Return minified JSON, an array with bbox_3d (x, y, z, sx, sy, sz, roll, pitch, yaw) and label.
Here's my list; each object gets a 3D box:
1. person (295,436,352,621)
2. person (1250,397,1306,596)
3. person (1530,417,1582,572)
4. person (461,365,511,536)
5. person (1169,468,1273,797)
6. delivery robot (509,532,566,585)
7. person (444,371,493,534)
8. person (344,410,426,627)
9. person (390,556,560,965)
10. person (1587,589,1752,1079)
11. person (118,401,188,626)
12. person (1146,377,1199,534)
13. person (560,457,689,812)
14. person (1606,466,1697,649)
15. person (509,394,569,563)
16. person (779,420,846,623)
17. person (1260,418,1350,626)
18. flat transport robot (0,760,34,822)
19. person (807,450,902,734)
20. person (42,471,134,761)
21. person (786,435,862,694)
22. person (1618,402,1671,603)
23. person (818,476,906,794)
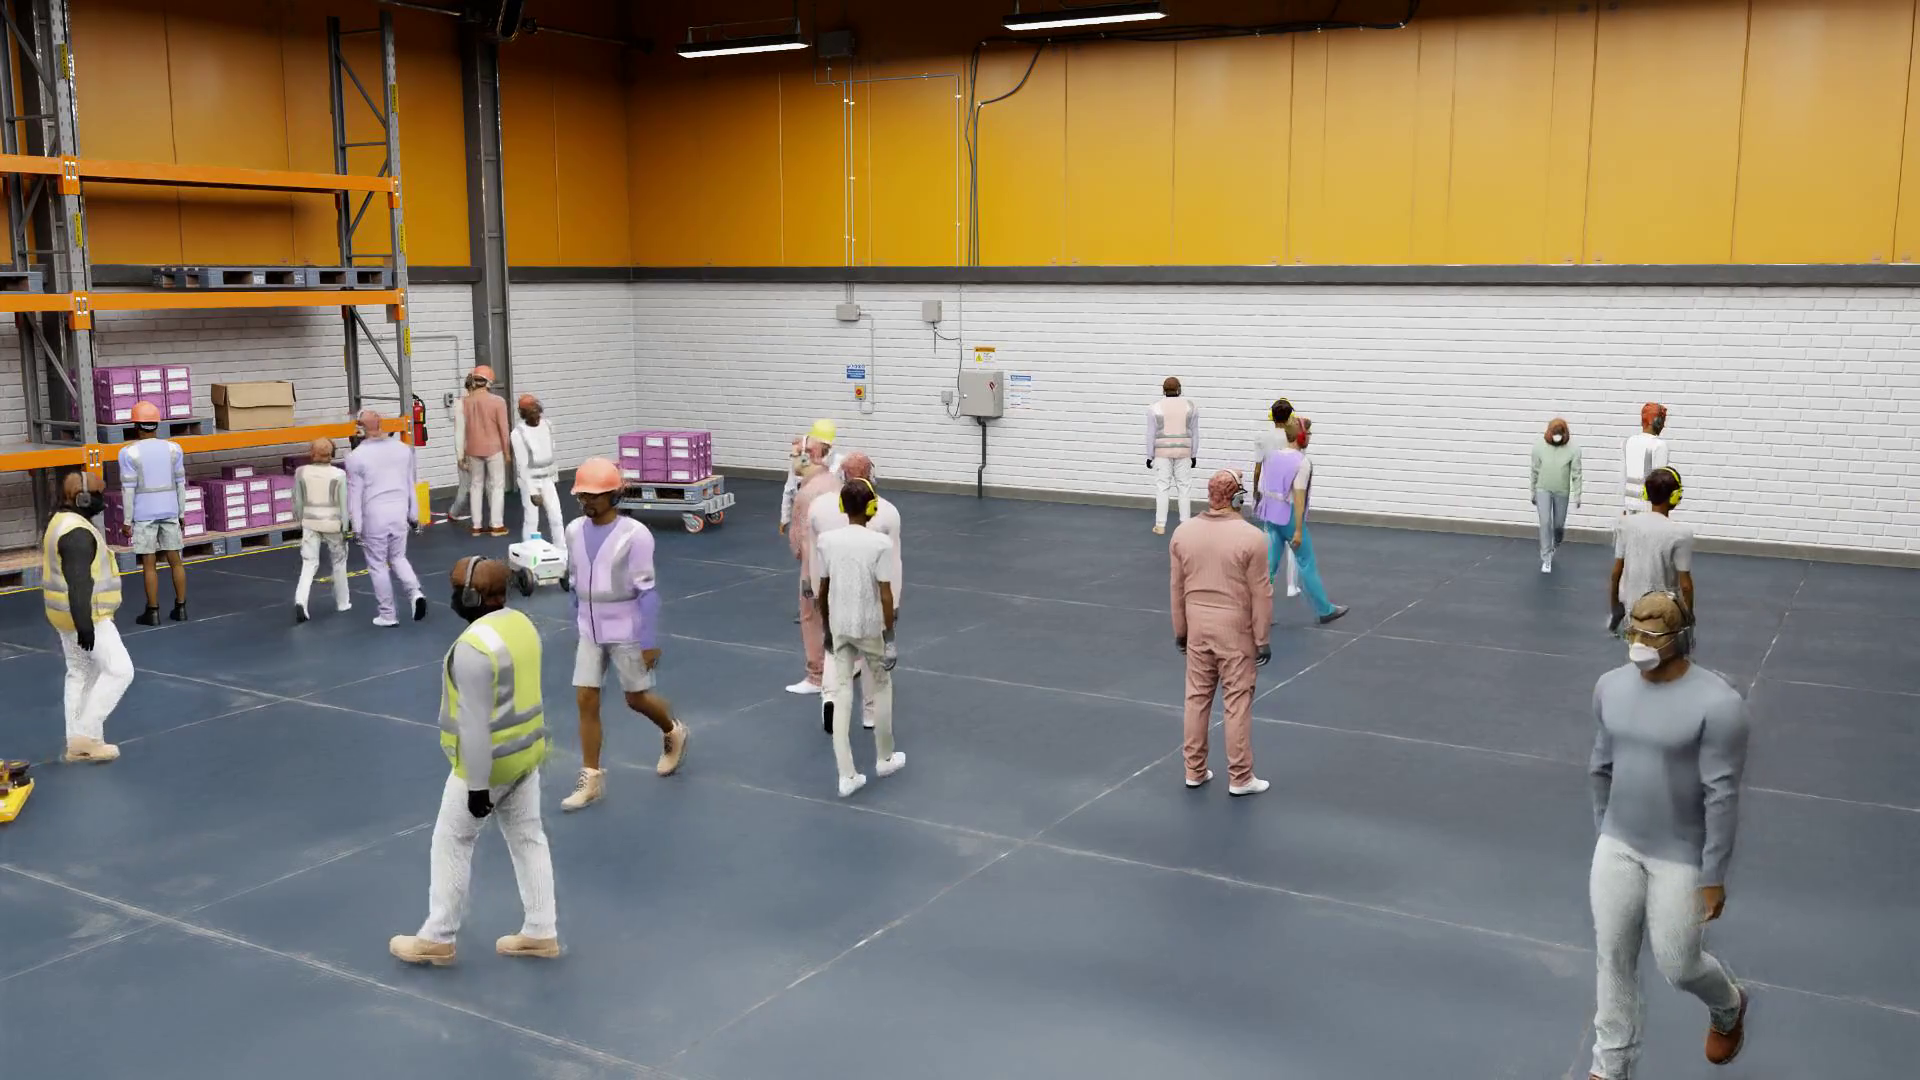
[{"bbox_3d":[-5.624,-0.108,14.638,0.522,1.610,0.786,0,9,1],"label":"person"},{"bbox_3d":[3.000,-0.402,15.657,0.521,1.873,0.336,2,9,11],"label":"person"},{"bbox_3d":[6.121,-0.492,17.106,0.509,1.598,0.696,3,10,19],"label":"person"},{"bbox_3d":[-5.499,-1.022,19.216,0.640,1.968,0.472,1,9,9],"label":"person"},{"bbox_3d":[1.542,0.533,9.709,0.638,1.911,0.402,7,12,39],"label":"person"},{"bbox_3d":[-4.043,0.170,15.894,0.477,0.478,0.707,-6,11,-35],"label":"delivery robot"},{"bbox_3d":[-5.720,-1.027,19.492,0.650,1.898,0.987,-9,13,-43],"label":"person"},{"bbox_3d":[-4.897,-0.168,14.149,0.506,1.881,0.671,7,12,38],"label":"person"},{"bbox_3d":[-2.161,0.967,7.295,0.809,1.810,0.647,2,9,12],"label":"person"},{"bbox_3d":[2.577,1.116,6.050,0.764,1.924,0.636,-6,11,-32],"label":"person"},{"bbox_3d":[-6.968,-0.228,14.361,0.360,1.939,0.543,8,12,40],"label":"person"},{"bbox_3d":[2.468,-0.981,19.381,0.619,1.839,0.430,0,9,-3],"label":"person"},{"bbox_3d":[-1.968,0.499,9.627,0.618,2.013,0.940,5,10,27],"label":"person"},{"bbox_3d":[4.301,0.468,10.260,0.494,1.856,0.551,-6,11,-32],"label":"person"},{"bbox_3d":[-4.197,-0.551,16.687,0.733,1.840,0.660,7,12,38],"label":"person"},{"bbox_3d":[-1.229,-0.198,14.689,0.617,1.779,0.886,4,10,26],"label":"person"},{"bbox_3d":[2.909,-0.144,14.271,0.959,1.795,0.586,-4,10,-24],"label":"person"},{"bbox_3d":[-5.954,1.440,9.137,1.431,0.197,0.652,-3,10,-20],"label":"flat transport robot"},{"bbox_3d":[-0.690,0.357,10.889,0.649,1.879,0.654,1,9,8],"label":"person"},{"bbox_3d":[-5.395,0.482,10.284,0.452,1.822,0.650,-6,11,-32],"label":"person"},{"bbox_3d":[-0.951,0.180,11.991,0.562,1.883,0.687,1,9,5],"label":"person"},{"bbox_3d":[6.154,-0.293,14.926,0.355,1.887,0.573,-3,10,-18],"label":"person"},{"bbox_3d":[-0.561,0.536,9.882,0.562,1.841,0.796,3,10,20],"label":"person"}]
